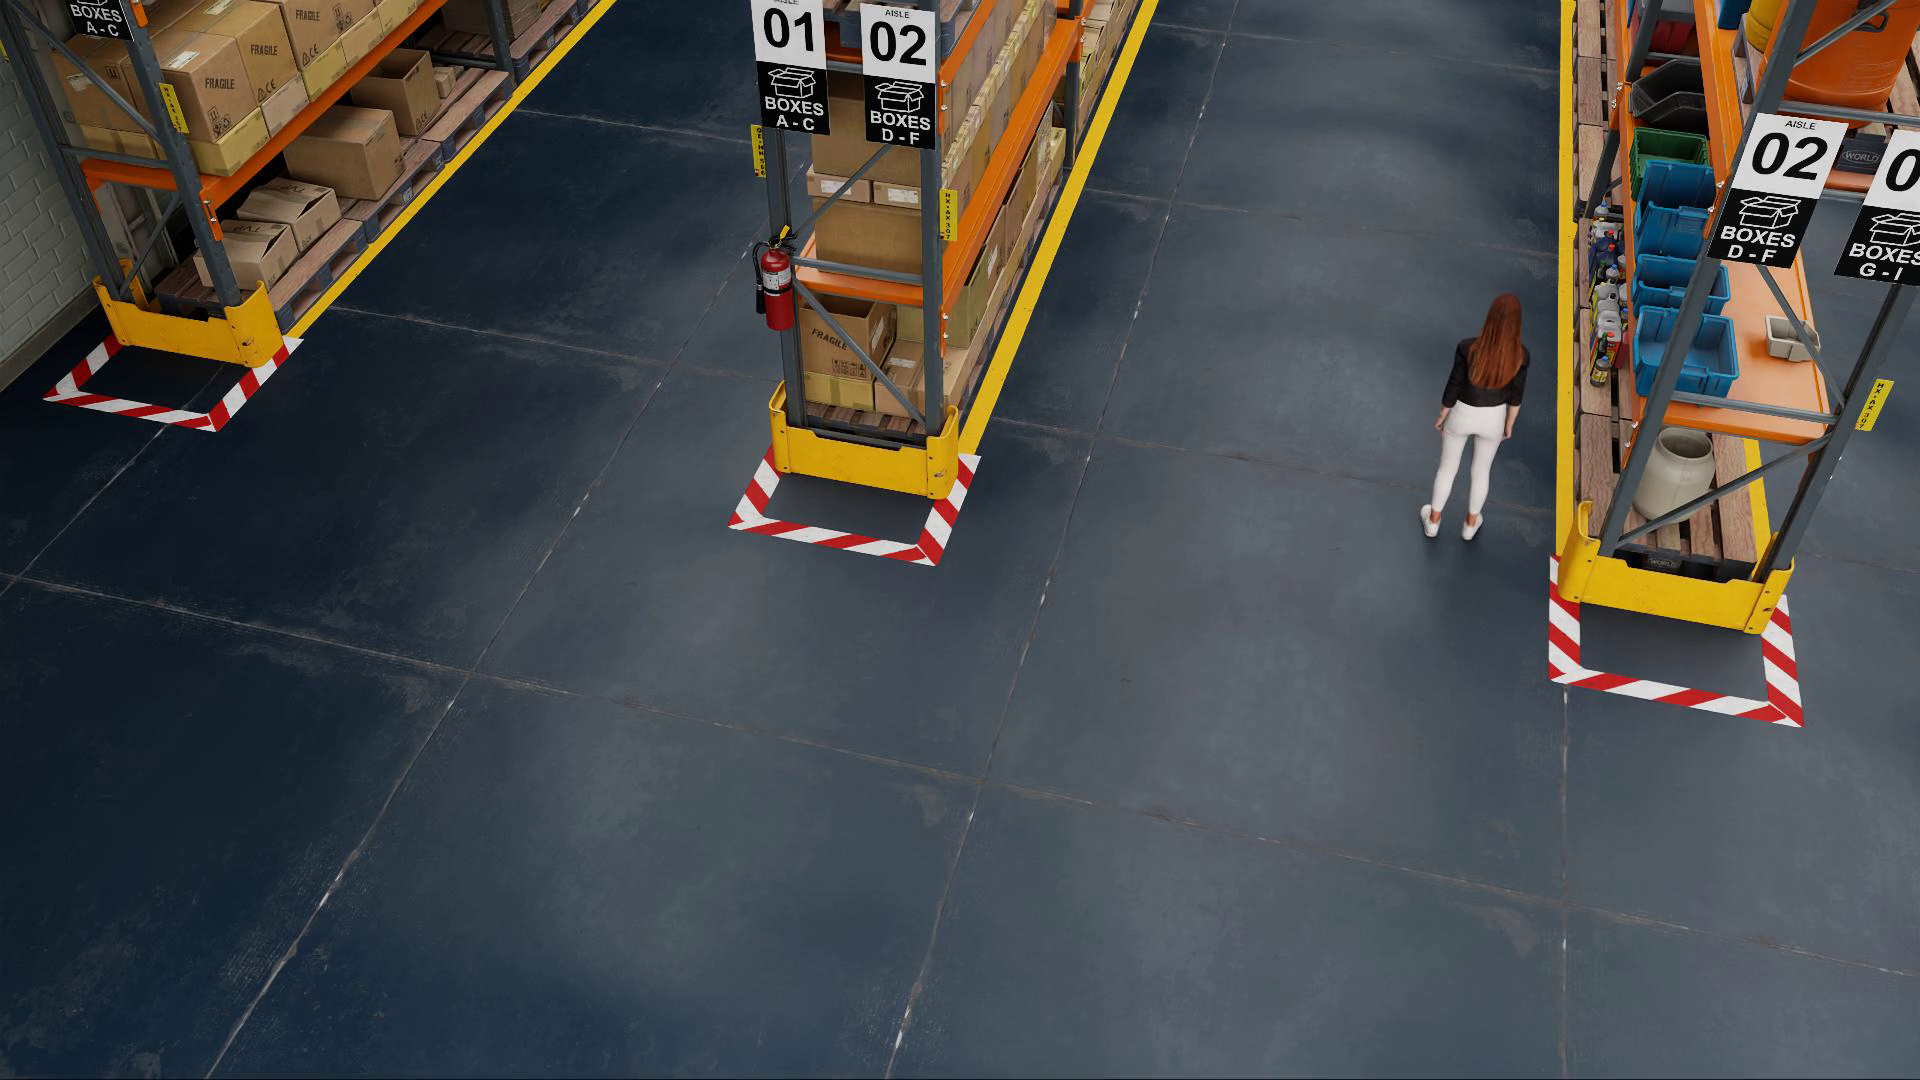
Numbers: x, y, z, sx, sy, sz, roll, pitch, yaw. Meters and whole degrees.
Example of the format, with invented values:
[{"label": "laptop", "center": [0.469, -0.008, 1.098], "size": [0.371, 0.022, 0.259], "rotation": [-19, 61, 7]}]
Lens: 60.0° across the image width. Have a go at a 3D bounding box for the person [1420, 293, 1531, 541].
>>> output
[{"label": "person", "center": [3.025, -0.711, 9.756], "size": [0.606, 1.703, 0.523], "rotation": [8, 44, 9]}]
